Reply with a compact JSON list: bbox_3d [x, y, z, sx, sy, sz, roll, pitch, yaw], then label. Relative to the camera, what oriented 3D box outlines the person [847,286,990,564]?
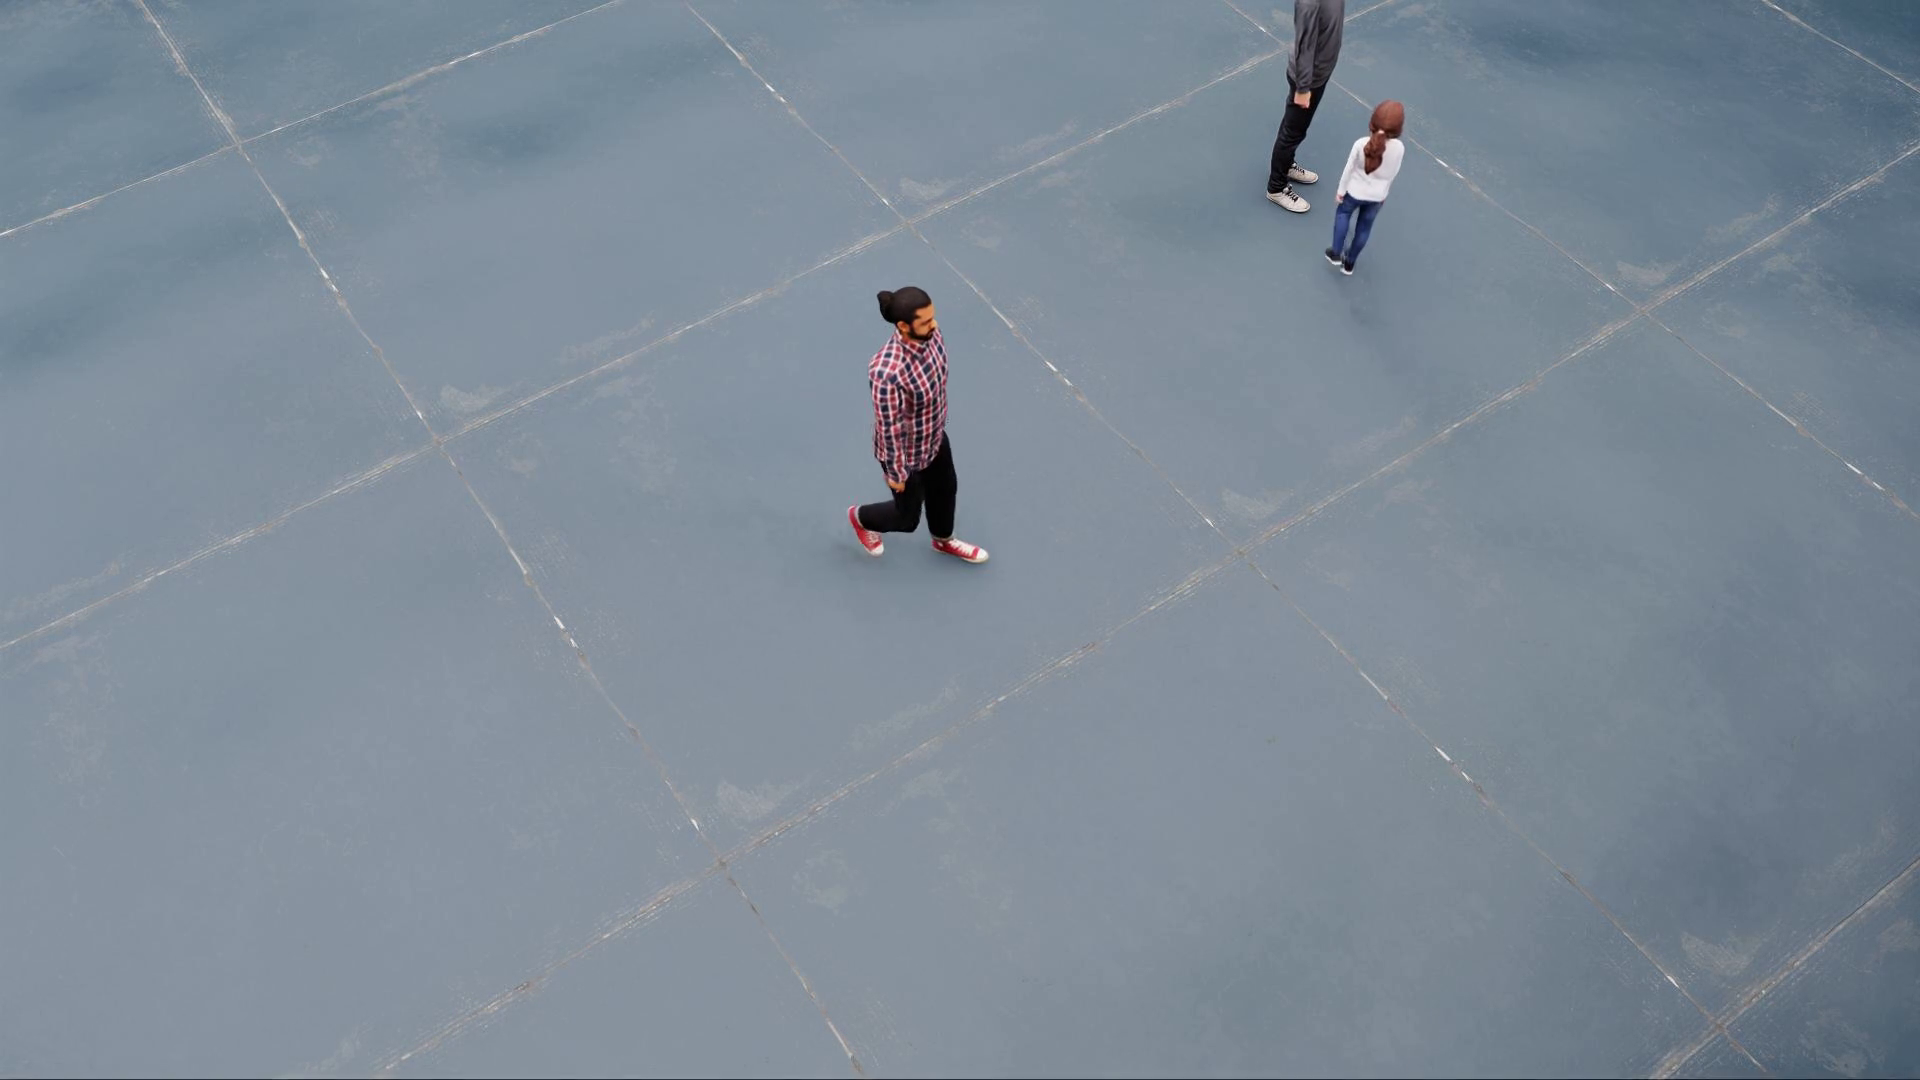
[{"bbox_3d":[-0.261,-0.472,7.672,1.064,1.748,0.943,21,55,16],"label":"person"}]

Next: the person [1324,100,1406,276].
[{"bbox_3d":[2.251,-1.907,9.192,0.549,1.101,0.609,4,52,3],"label":"person"}]

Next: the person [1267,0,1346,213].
[{"bbox_3d":[1.968,-2.670,9.366,0.726,1.761,0.703,16,54,12],"label":"person"}]
